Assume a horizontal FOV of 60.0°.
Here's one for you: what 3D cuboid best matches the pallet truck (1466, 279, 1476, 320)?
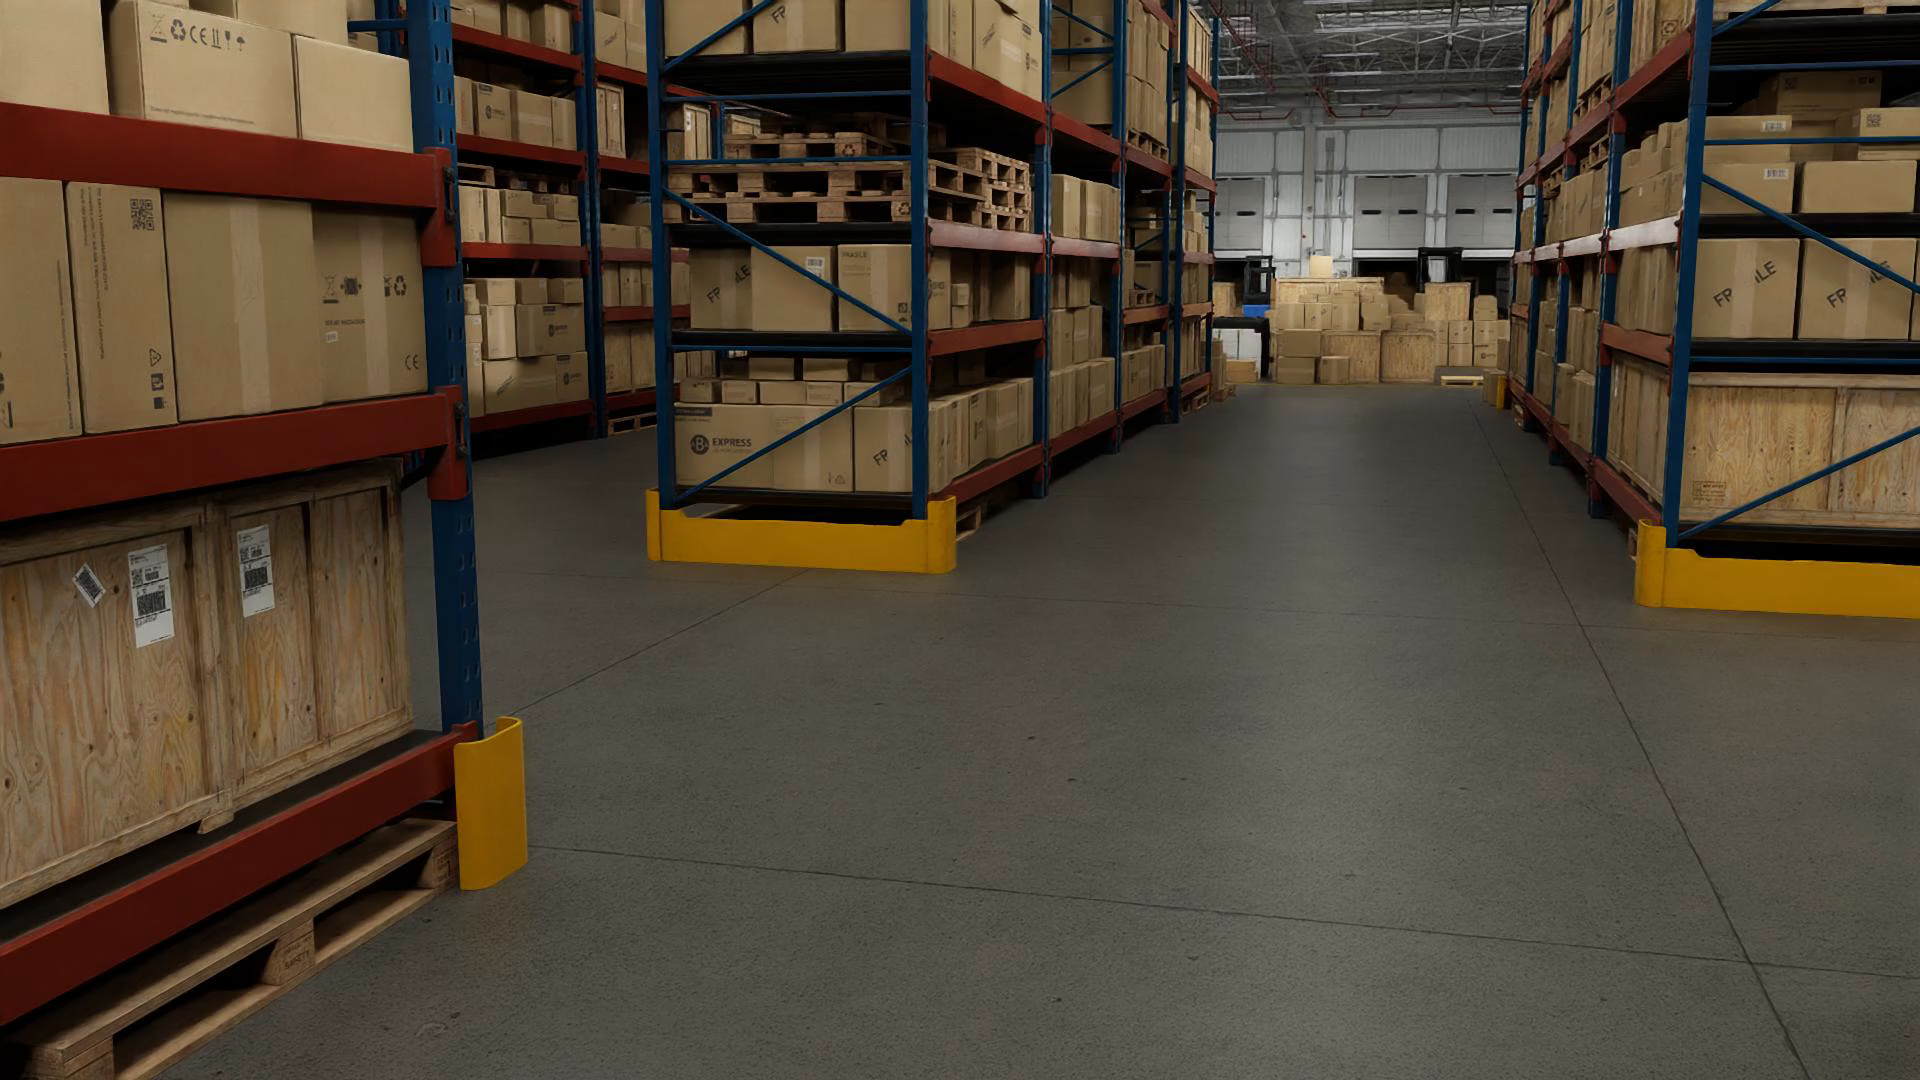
[{"bbox_3d":[18.896,-8.459,60.307,1.885,1.965,0.823,5,10,31],"label":"pallet truck"}]

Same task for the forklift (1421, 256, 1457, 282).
[{"bbox_3d":[12.457,-6.235,43.383,1.129,2.768,1.873,2,9,15],"label":"forklift"}]

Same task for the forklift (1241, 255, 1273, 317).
[{"bbox_3d":[10.551,-8.662,58.805,1.129,2.768,1.873,2,9,15],"label":"forklift"}]
